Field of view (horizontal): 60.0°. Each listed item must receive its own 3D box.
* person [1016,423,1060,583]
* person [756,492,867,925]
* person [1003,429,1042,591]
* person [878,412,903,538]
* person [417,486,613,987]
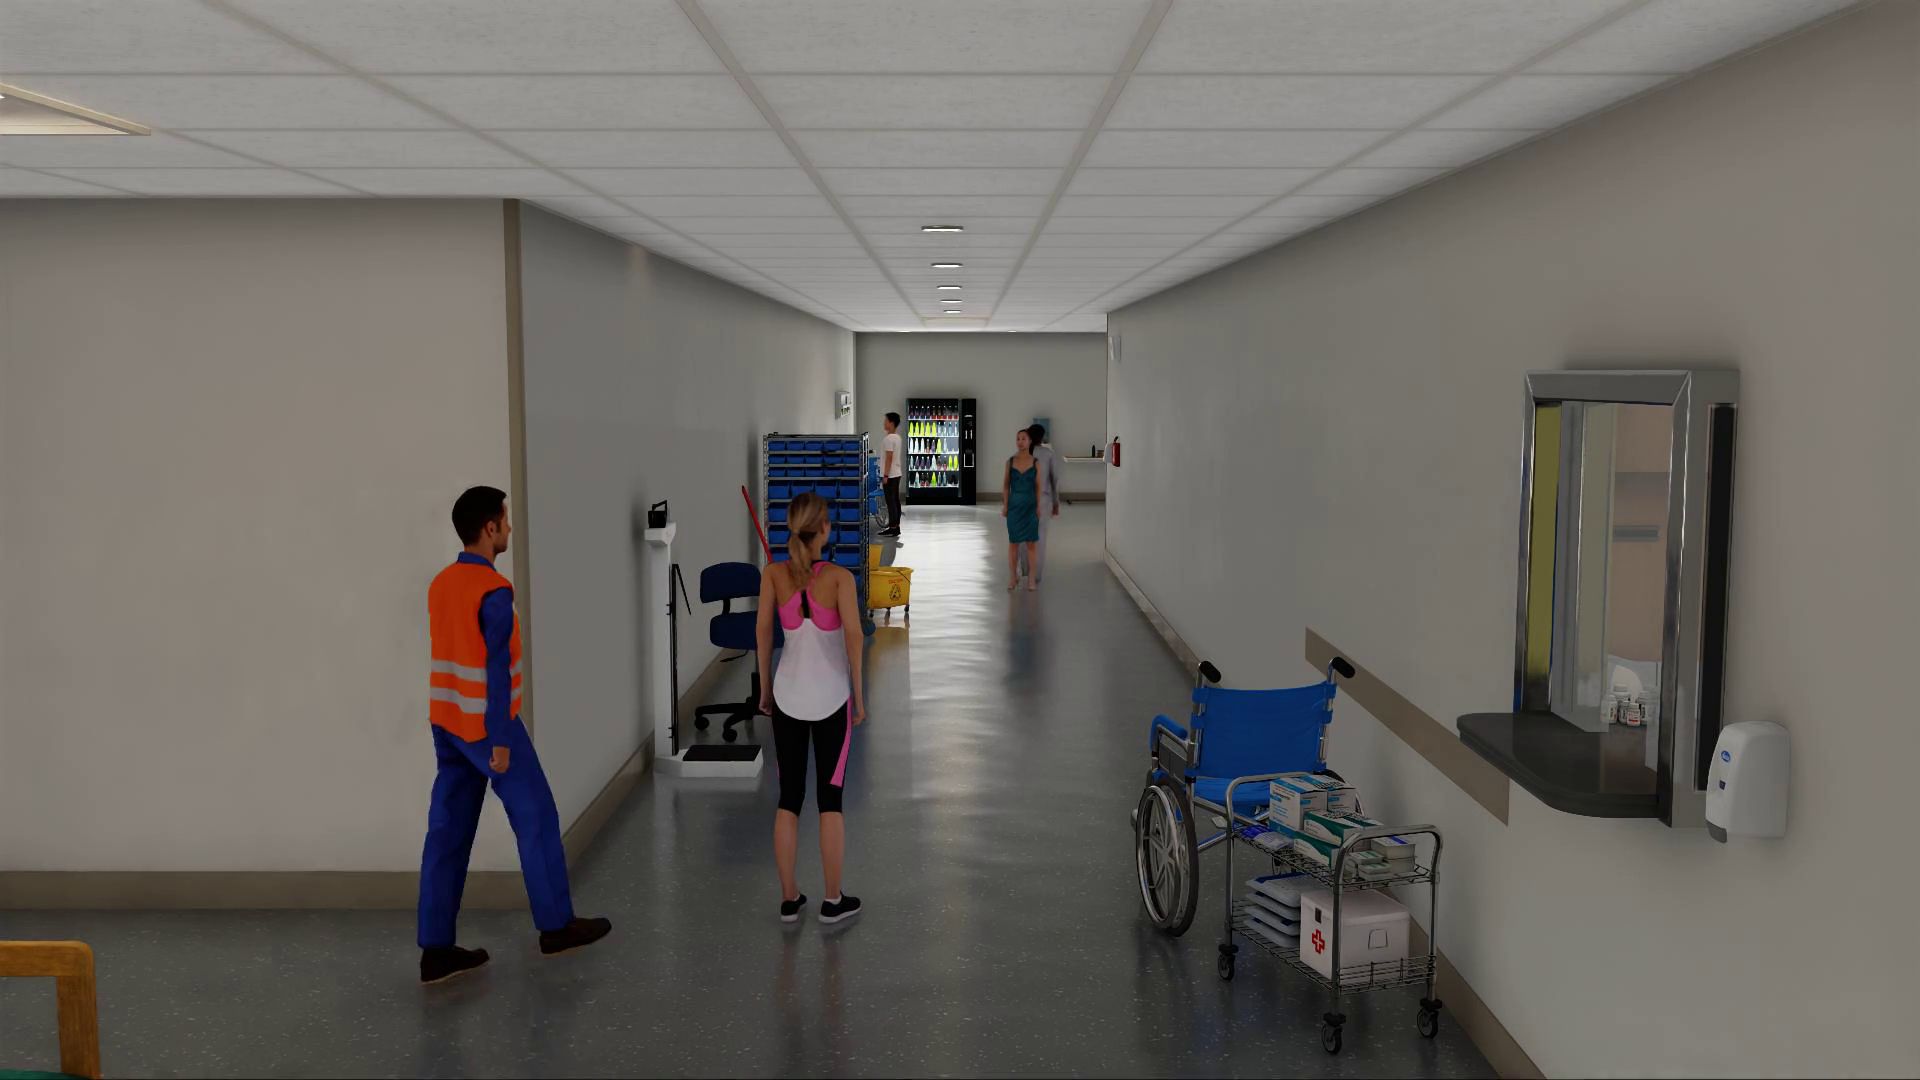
[{"bbox_3d":[0.807,-0.392,18.068,0.811,1.713,0.789,1,6,7],"label":"person"},{"bbox_3d":[-0.626,0.692,6.926,0.549,1.786,0.725,2,6,15],"label":"person"},{"bbox_3d":[0.661,-0.314,17.423,0.479,1.687,0.653,1,6,10],"label":"person"},{"bbox_3d":[-0.957,-0.924,23.159,0.615,1.721,0.677,1,6,14],"label":"person"},{"bbox_3d":[-1.872,0.743,6.183,1.054,1.835,1.101,5,8,41],"label":"person"}]
